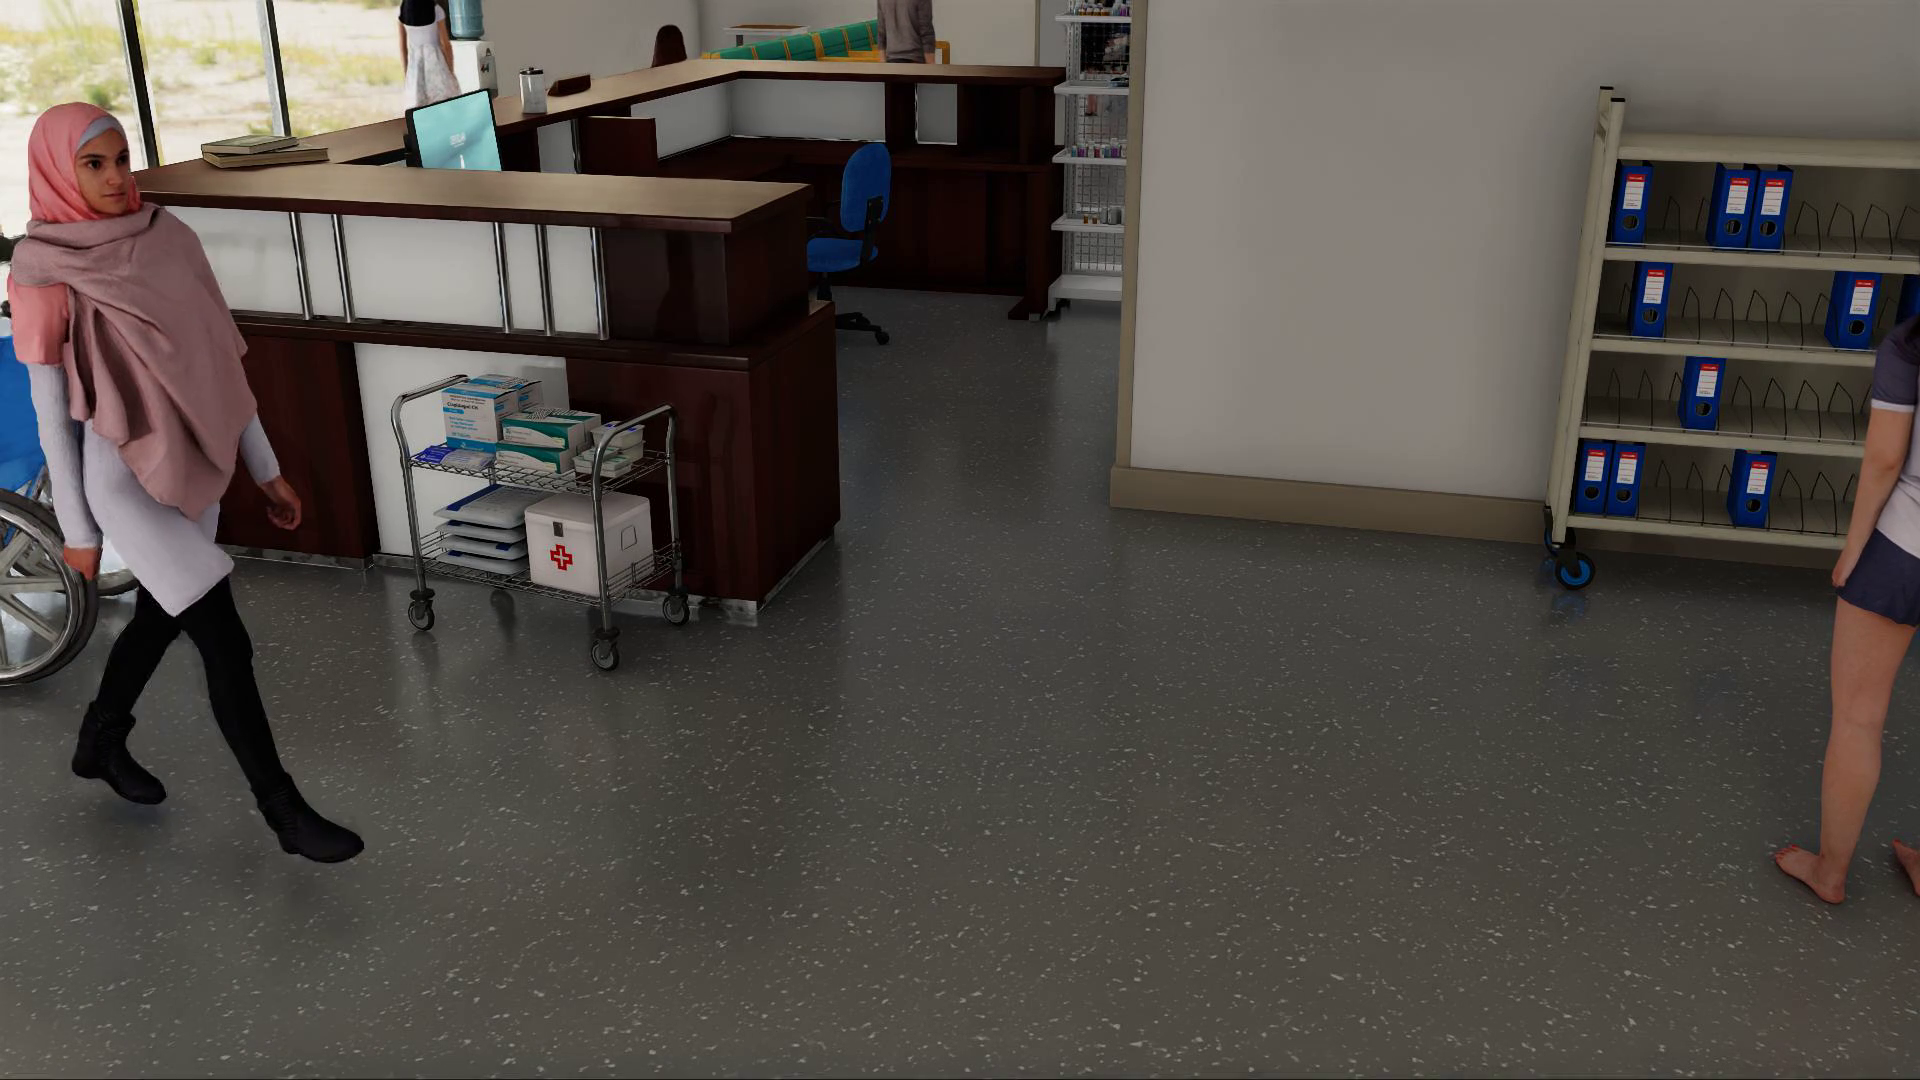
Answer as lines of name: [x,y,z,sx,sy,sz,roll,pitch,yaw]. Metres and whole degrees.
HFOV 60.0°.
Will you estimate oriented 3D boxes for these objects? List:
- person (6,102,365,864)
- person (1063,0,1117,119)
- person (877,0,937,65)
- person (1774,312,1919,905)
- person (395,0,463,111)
person: [-1.943,-0.091,3.914,1.199,1.759,0.712,8,22,20]
person: [1.456,-5.515,18.375,0.631,1.660,0.780,8,22,20]
person: [-0.430,-3.792,13.480,0.617,1.904,0.798,11,24,28]
person: [2.164,0.025,3.680,0.547,1.707,0.703,1,21,1]
person: [-4.261,-3.677,13.361,0.648,1.774,0.767,1,21,2]
